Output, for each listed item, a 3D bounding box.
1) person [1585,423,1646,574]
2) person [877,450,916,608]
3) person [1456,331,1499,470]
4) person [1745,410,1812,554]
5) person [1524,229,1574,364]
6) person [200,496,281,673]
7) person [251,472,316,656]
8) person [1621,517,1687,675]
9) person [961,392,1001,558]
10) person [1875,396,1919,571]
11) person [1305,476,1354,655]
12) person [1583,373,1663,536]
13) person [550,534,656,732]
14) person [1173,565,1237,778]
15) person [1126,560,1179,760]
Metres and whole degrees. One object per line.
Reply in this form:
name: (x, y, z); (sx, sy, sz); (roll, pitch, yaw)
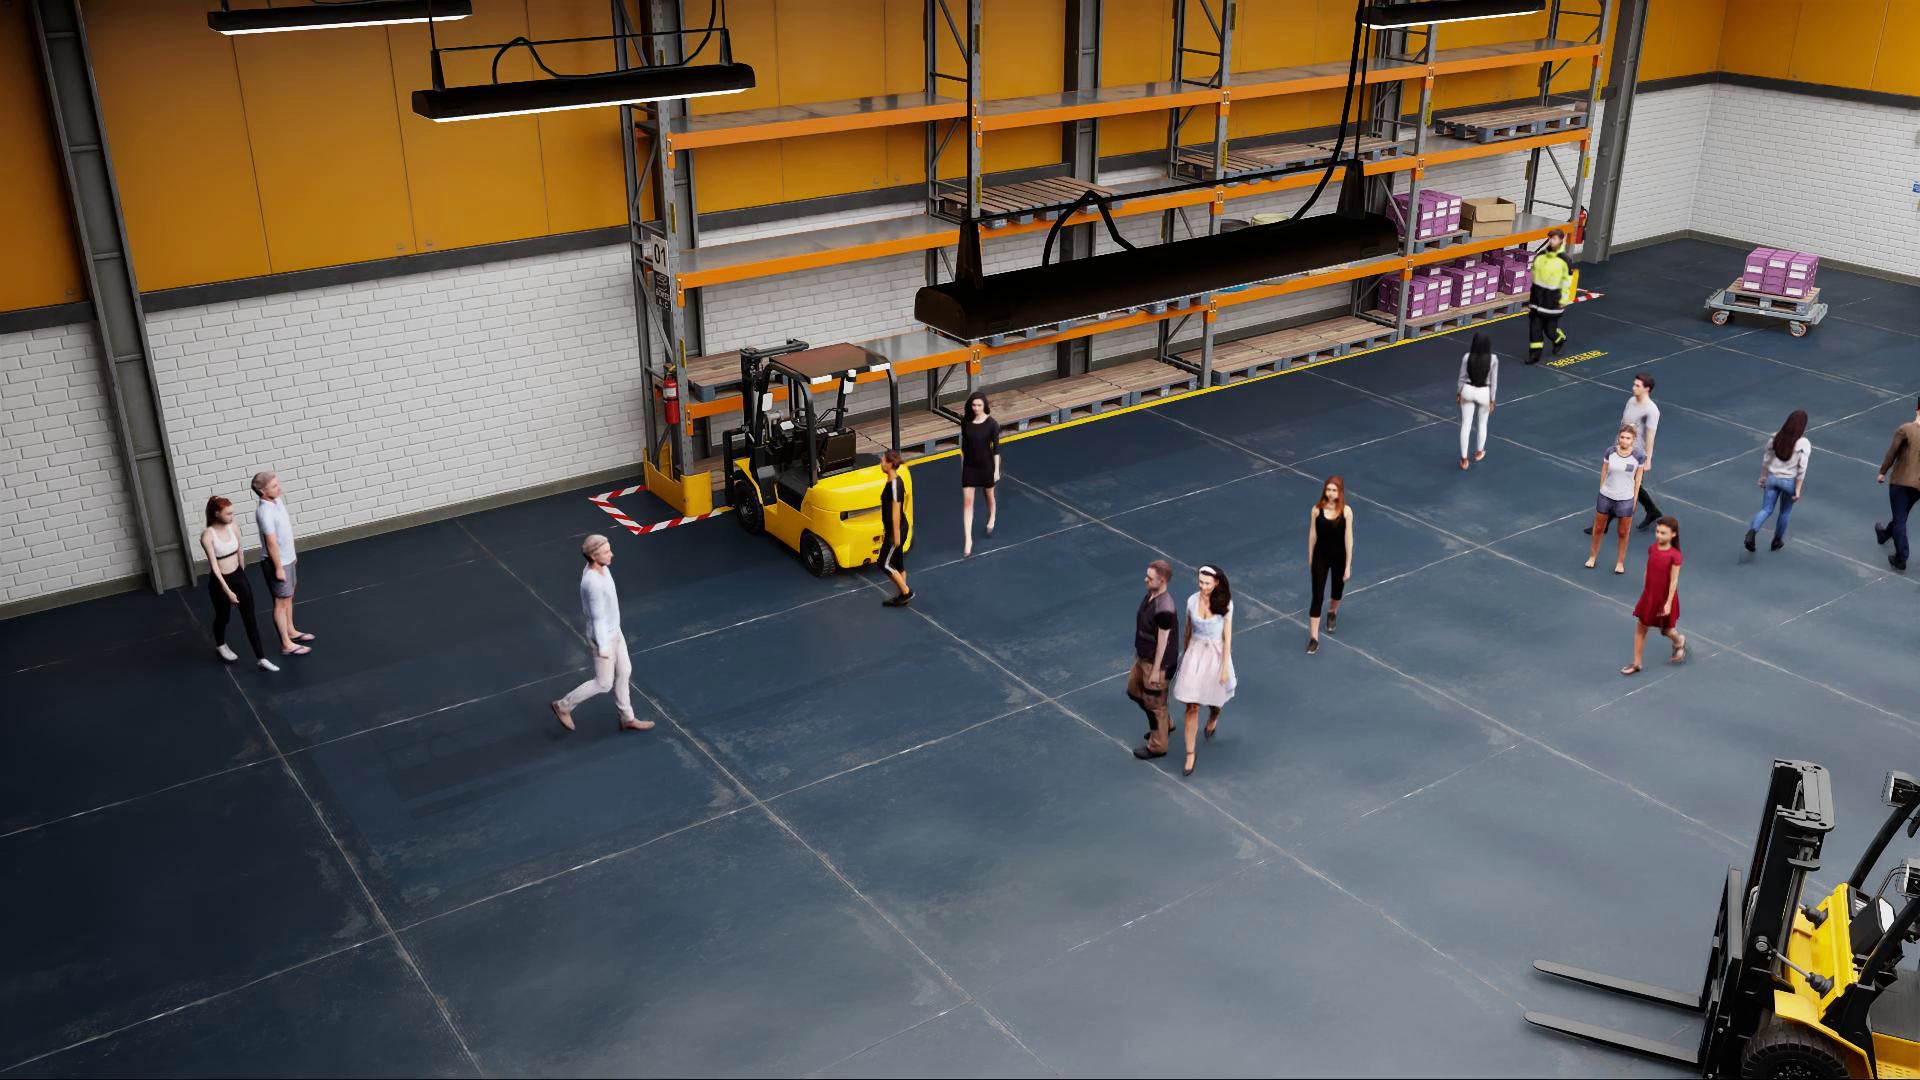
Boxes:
person: (6.899, -0.449, 17.457); (0.637, 1.620, 0.646); (13, 27, 27)
person: (-0.566, -0.099, 16.612); (0.760, 1.656, 0.722); (-2, 24, -5)
person: (6.242, -1.683, 20.168); (0.876, 1.710, 0.981); (9, 25, 21)
person: (8.730, -0.572, 17.760); (0.992, 1.603, 0.675); (-19, 30, -36)
person: (8.552, -3.533, 24.079); (1.021, 1.966, 0.842); (-20, 31, -38)
person: (-6.837, 0.417, 15.375); (0.955, 1.701, 1.124); (13, 27, 27)
person: (-6.454, 0.196, 15.716); (0.726, 1.833, 0.734); (-4, 24, -8)
person: (6.521, 0.506, 15.382); (0.954, 1.532, 0.561); (-14, 27, -29)
person: (0.242, -0.753, 17.983); (1.063, 1.757, 1.193); (7, 25, 15)
person: (10.003, -0.574, 17.475); (1.163, 1.834, 1.163); (2, 24, 4)
person: (3.574, 0.179, 15.934); (1.028, 1.690, 1.186); (8, 25, 17)
person: (7.465, -0.920, 18.271); (1.297, 1.832, 1.045); (-3, 24, -7)
person: (-3.129, 0.836, 14.208); (1.202, 1.868, 1.046); (0, 24, -1)
person: (2.082, 1.032, 13.864); (1.019, 1.784, 1.152); (7, 25, 16)
person: (1.733, 0.988, 13.912); (0.839, 1.826, 0.815); (-2, 24, -4)
